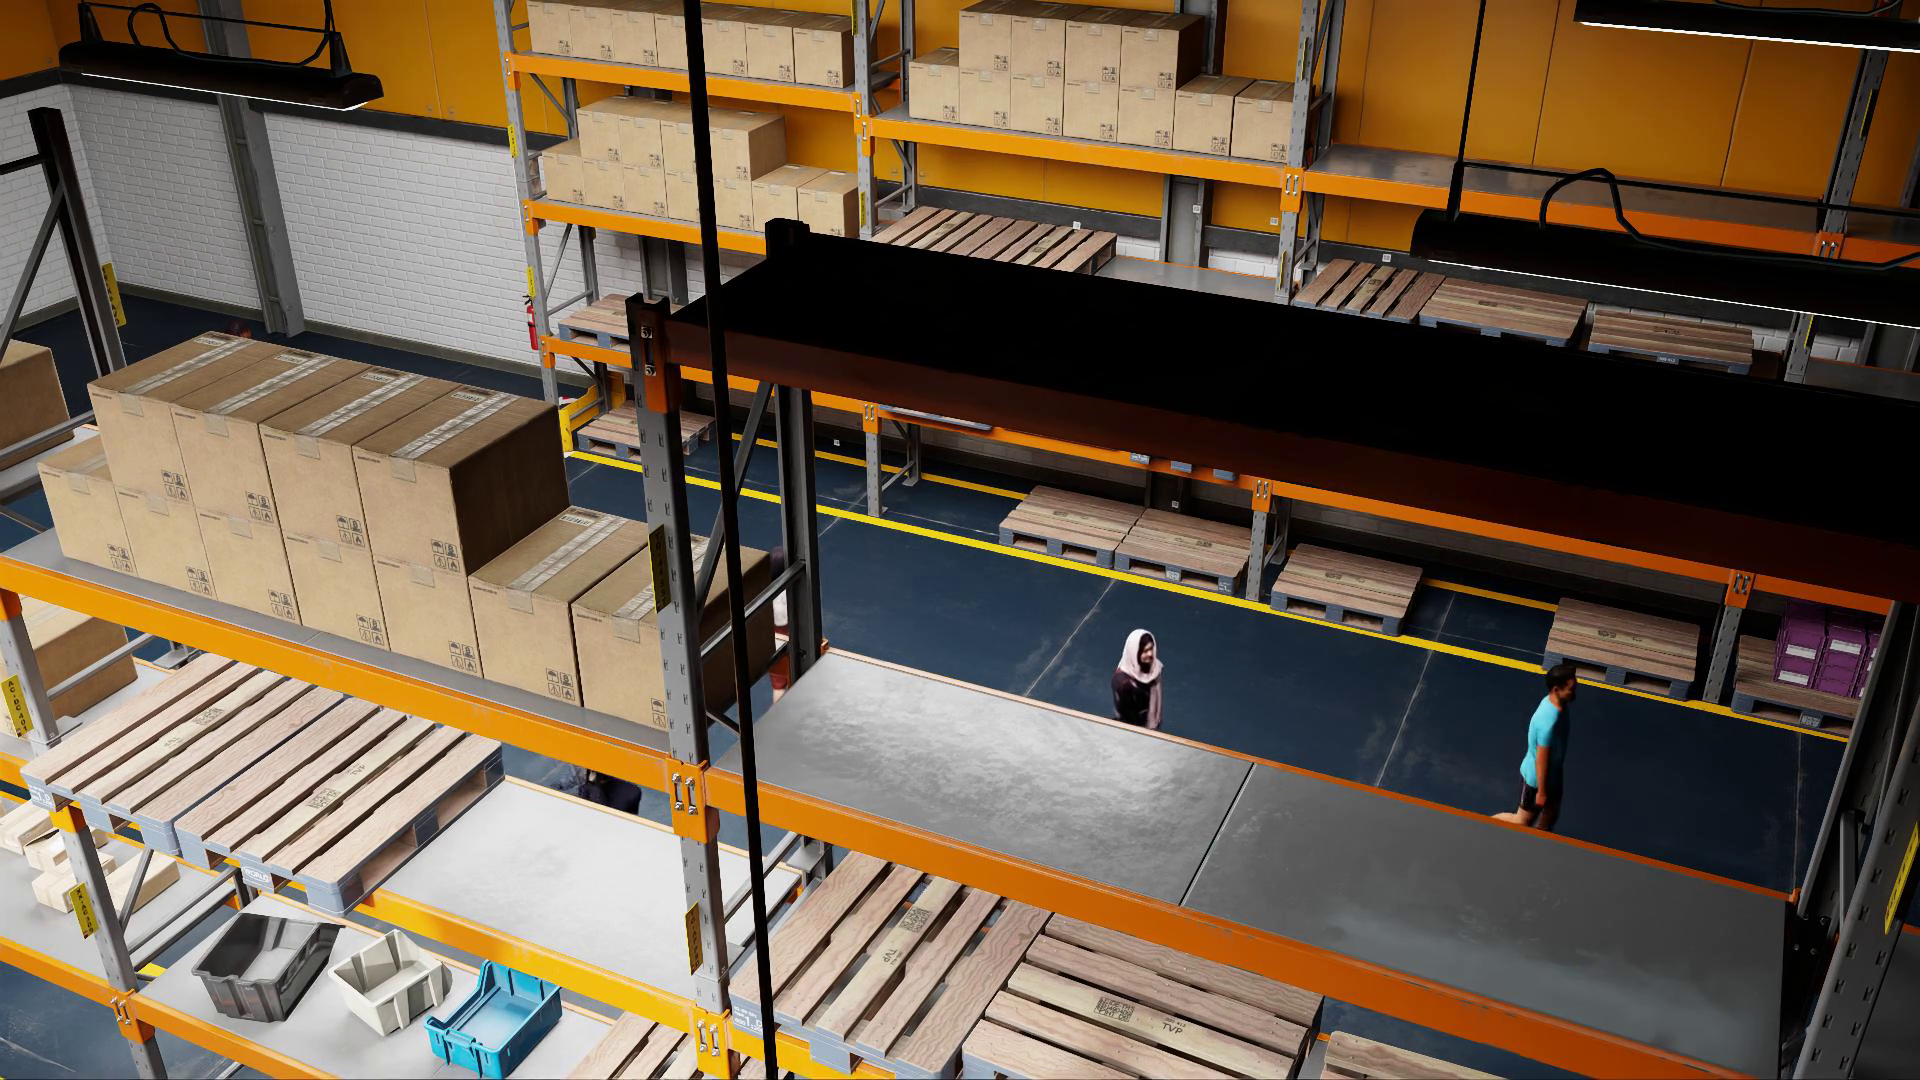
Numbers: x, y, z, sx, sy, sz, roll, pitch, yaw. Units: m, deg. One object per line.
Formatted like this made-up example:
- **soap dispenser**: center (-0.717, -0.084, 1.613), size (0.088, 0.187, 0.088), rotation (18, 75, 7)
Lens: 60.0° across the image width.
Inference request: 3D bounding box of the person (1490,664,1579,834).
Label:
- **person**: center (4.019, 1.644, 11.765), size (1.078, 1.757, 0.748), rotation (18, 33, 30)

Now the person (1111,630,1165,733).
- **person**: center (1.249, 1.361, 12.426), size (1.020, 1.620, 0.830), rotation (25, 37, 38)
